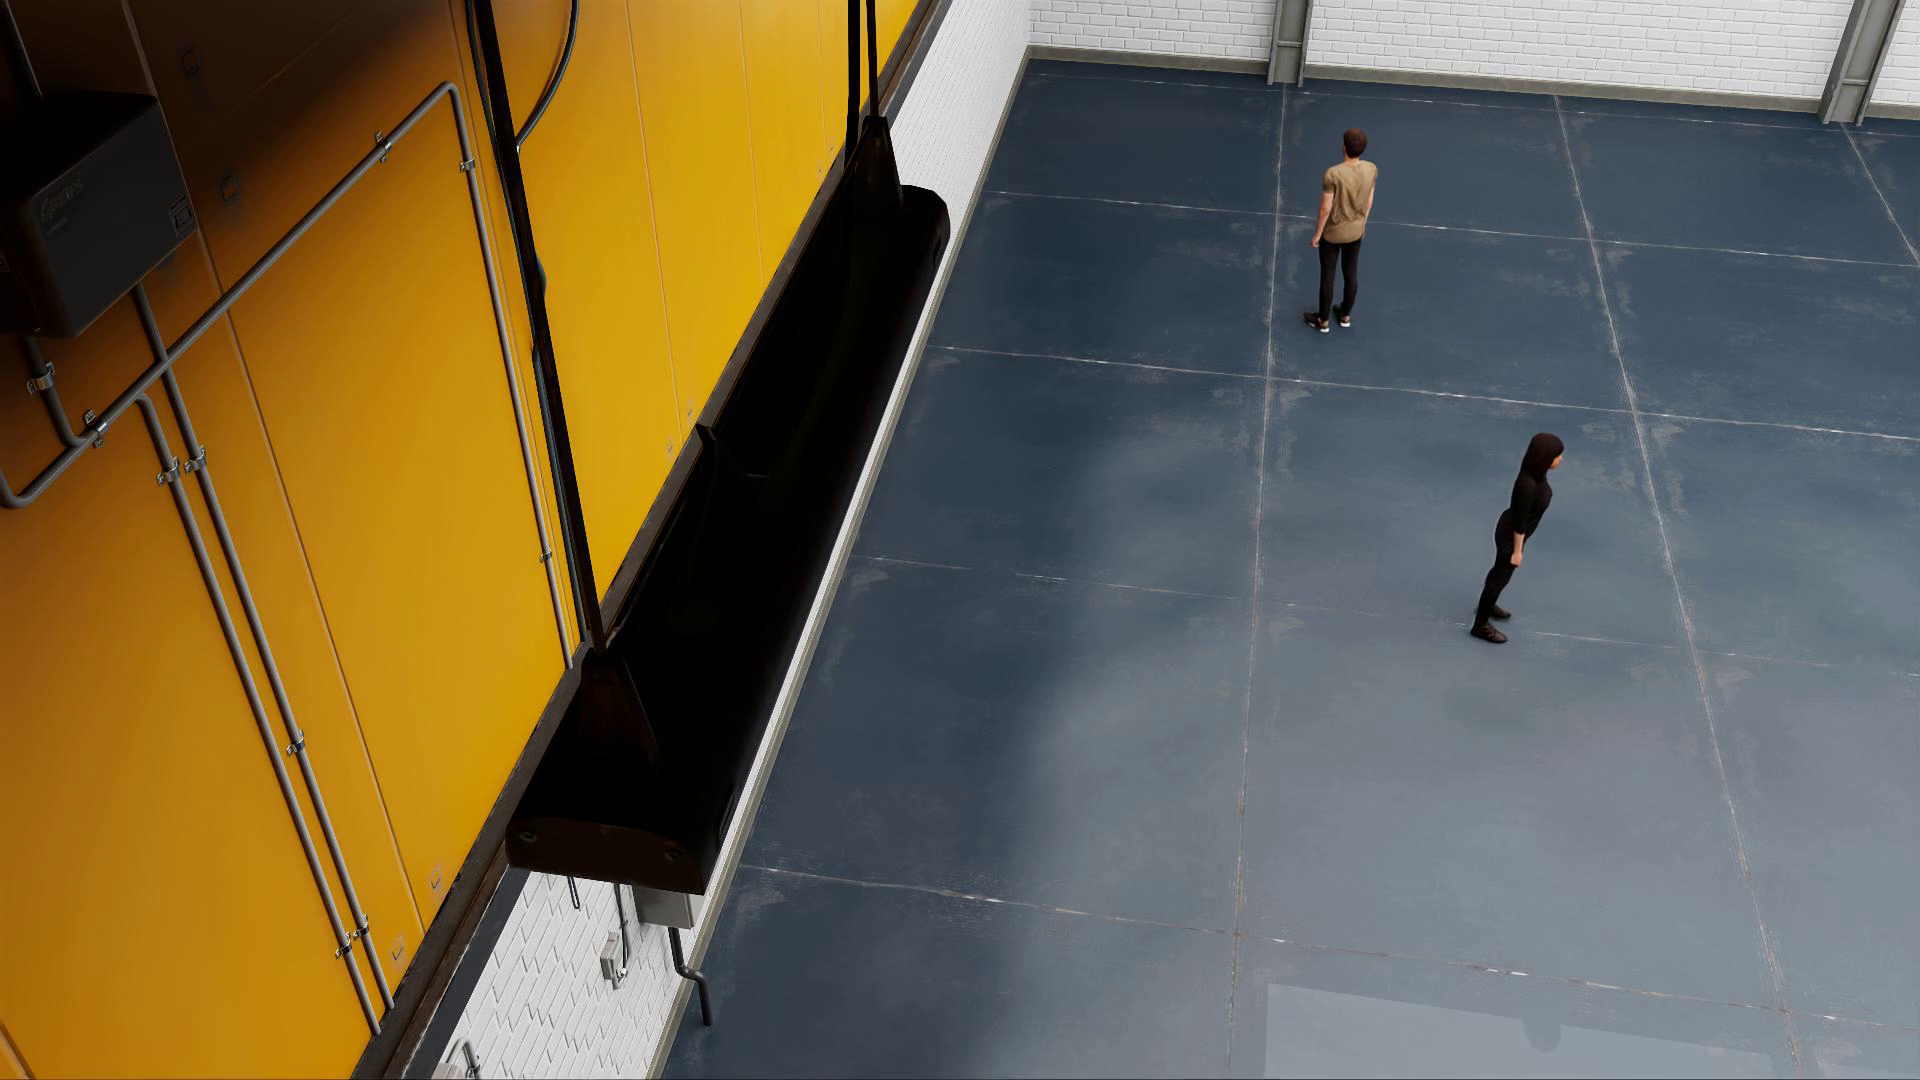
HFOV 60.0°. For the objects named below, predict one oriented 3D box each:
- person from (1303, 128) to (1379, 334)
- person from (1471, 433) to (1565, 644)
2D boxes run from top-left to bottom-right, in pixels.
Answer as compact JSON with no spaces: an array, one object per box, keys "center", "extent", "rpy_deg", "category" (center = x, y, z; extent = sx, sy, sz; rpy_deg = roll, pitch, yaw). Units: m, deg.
[{"center":[3.283,-2.654,14.277],"extent":[0.680,1.851,0.810],"rpy_deg":[-11,40,-13],"category":"person"},{"center":[3.716,-0.041,11.175],"extent":[0.567,1.638,0.596],"rpy_deg":[14,41,17],"category":"person"}]
